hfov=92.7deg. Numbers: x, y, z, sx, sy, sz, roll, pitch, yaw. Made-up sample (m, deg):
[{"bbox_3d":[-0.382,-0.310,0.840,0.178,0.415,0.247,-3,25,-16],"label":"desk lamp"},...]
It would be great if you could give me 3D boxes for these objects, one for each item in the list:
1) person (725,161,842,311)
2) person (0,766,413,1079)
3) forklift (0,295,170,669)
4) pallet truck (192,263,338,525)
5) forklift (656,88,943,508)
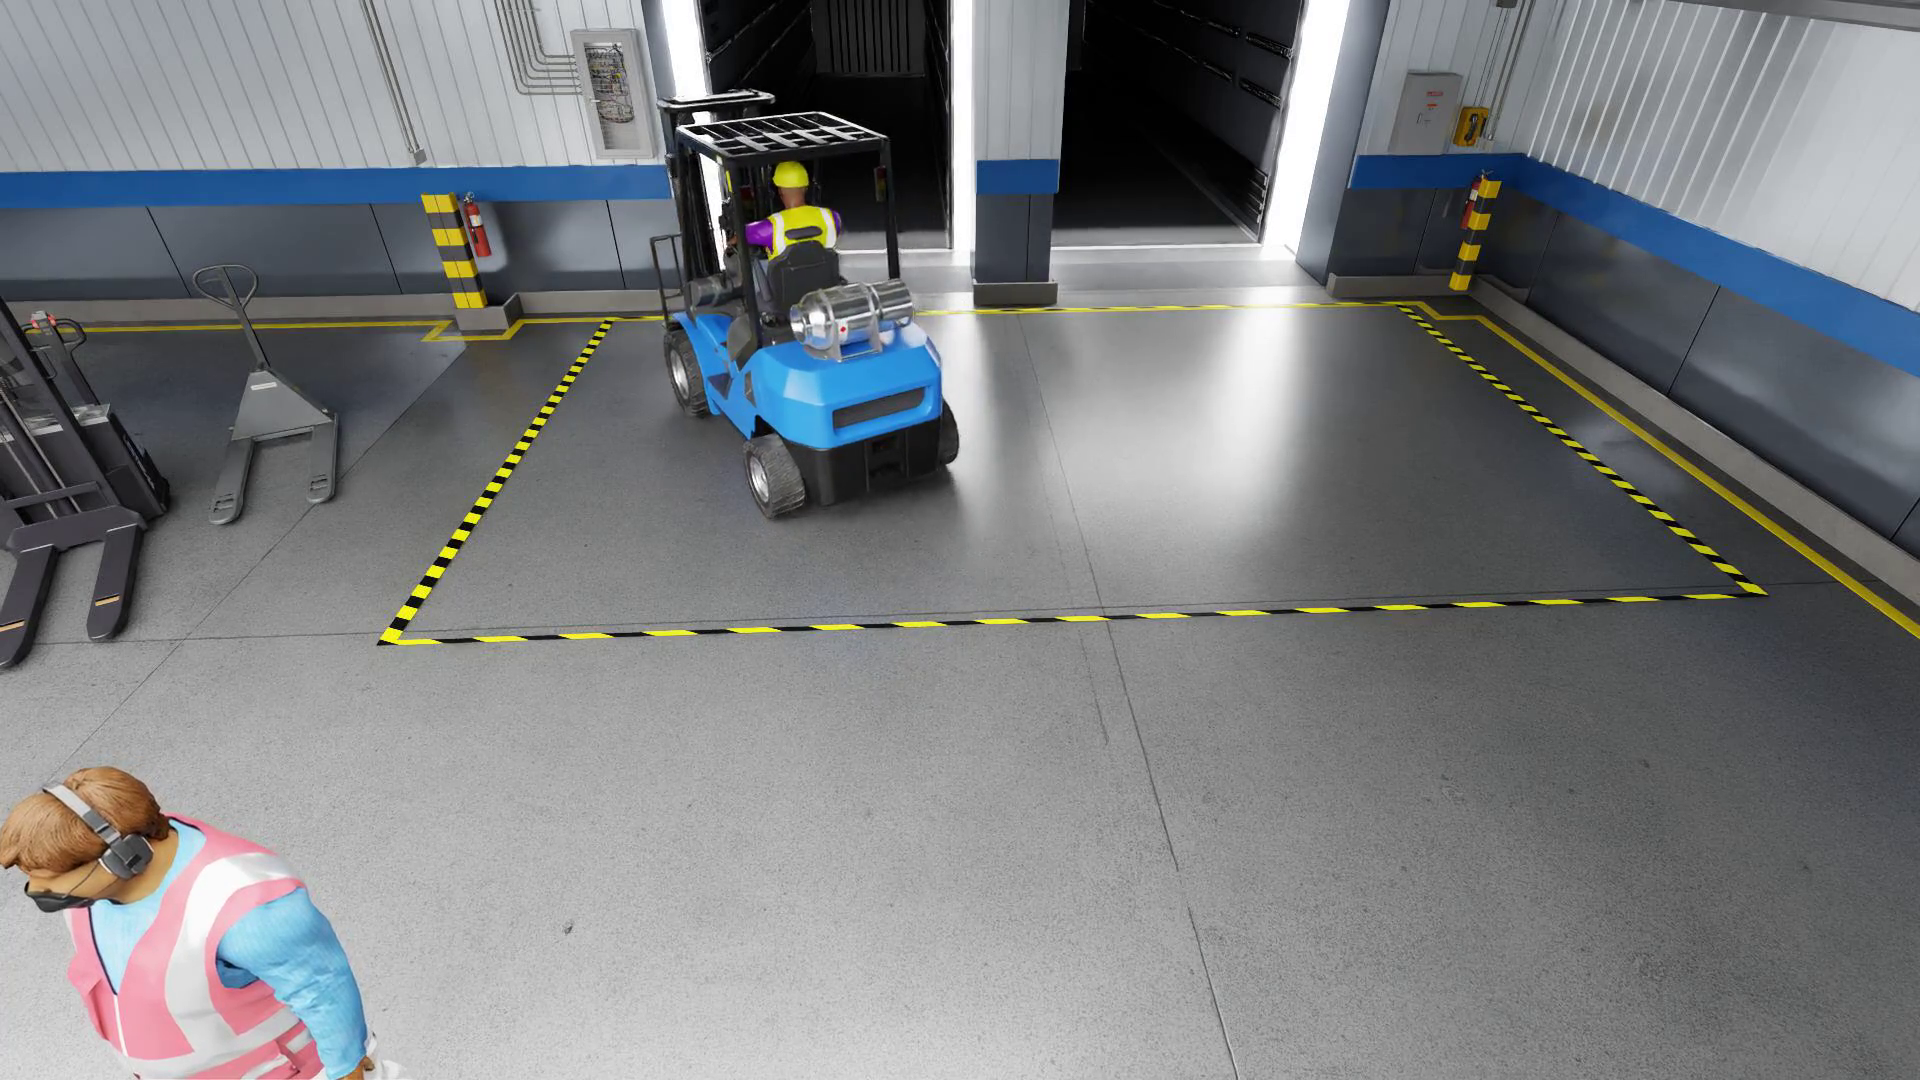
[{"bbox_3d":[-1.183,-1.922,6.113,0.635,1.294,1.004,-19,39,-26],"label":"person"},{"bbox_3d":[-1.782,1.246,2.335,0.635,1.841,0.429,11,36,15],"label":"person"},{"bbox_3d":[-5.212,-0.618,4.878,0.823,1.965,1.885,-20,39,-26],"label":"forklift"},{"bbox_3d":[-4.778,-1.027,6.128,0.680,1.201,1.601,-17,38,-23],"label":"pallet truck"},{"bbox_3d":[-1.158,-1.737,6.175,1.157,2.036,2.680,-19,39,-26],"label":"forklift"}]
